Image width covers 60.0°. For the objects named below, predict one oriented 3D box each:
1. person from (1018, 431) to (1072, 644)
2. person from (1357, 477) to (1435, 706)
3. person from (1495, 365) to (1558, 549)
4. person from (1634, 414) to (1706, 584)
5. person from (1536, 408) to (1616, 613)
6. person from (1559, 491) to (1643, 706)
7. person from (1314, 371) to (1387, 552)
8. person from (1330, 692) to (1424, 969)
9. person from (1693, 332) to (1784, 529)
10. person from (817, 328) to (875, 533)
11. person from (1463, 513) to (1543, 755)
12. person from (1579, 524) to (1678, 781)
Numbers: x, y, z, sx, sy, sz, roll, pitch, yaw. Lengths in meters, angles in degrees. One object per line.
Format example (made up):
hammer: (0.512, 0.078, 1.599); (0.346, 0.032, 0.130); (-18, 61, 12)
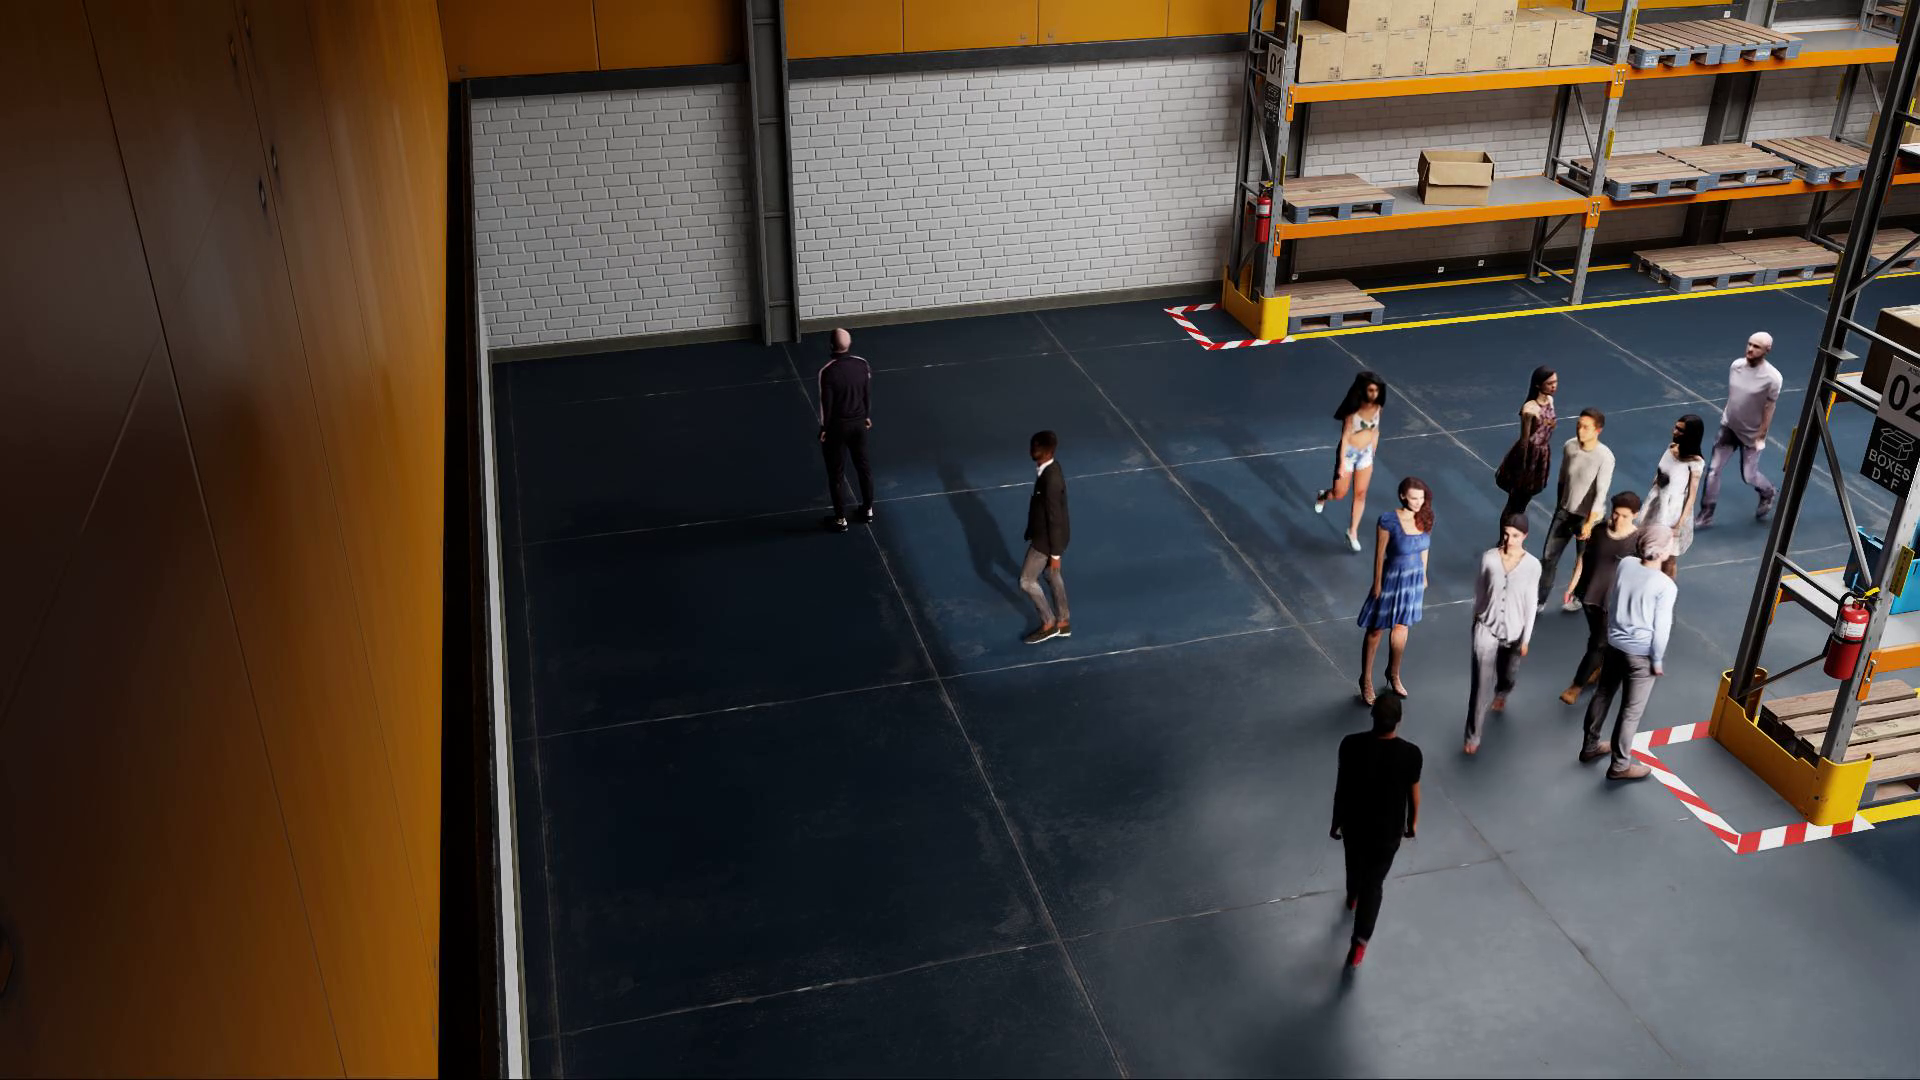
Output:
person: (0.766, -0.012, 12.771); (0.760, 1.786, 0.768); (1, 29, 1)
person: (3.174, 0.364, 12.062); (0.557, 1.805, 0.757); (-12, 31, -20)
person: (4.764, -0.631, 13.918); (0.856, 1.774, 0.776); (24, 37, 37)
person: (5.567, -0.176, 13.083); (0.616, 1.774, 0.634); (-7, 29, -12)
person: (4.988, -0.234, 13.177); (1.061, 1.786, 0.887); (-21, 35, -33)
person: (4.783, 0.380, 12.167); (1.056, 1.676, 0.793); (-15, 32, -26)
person: (3.325, -0.705, 14.228); (0.829, 1.607, 0.706); (-12, 31, -21)
person: (2.393, 1.697, 9.700); (1.187, 1.725, 1.133); (10, 30, 17)
person: (6.890, -0.946, 14.467); (1.209, 1.801, 0.861); (-14, 32, -24)
person: (-0.997, -0.964, 14.465); (0.649, 1.835, 0.816); (-19, 34, -31)
person: (3.833, 0.598, 11.698); (1.066, 1.742, 1.056); (11, 31, 20)
person: (4.548, 0.744, 11.273); (0.604, 1.893, 0.679); (-11, 30, -19)
